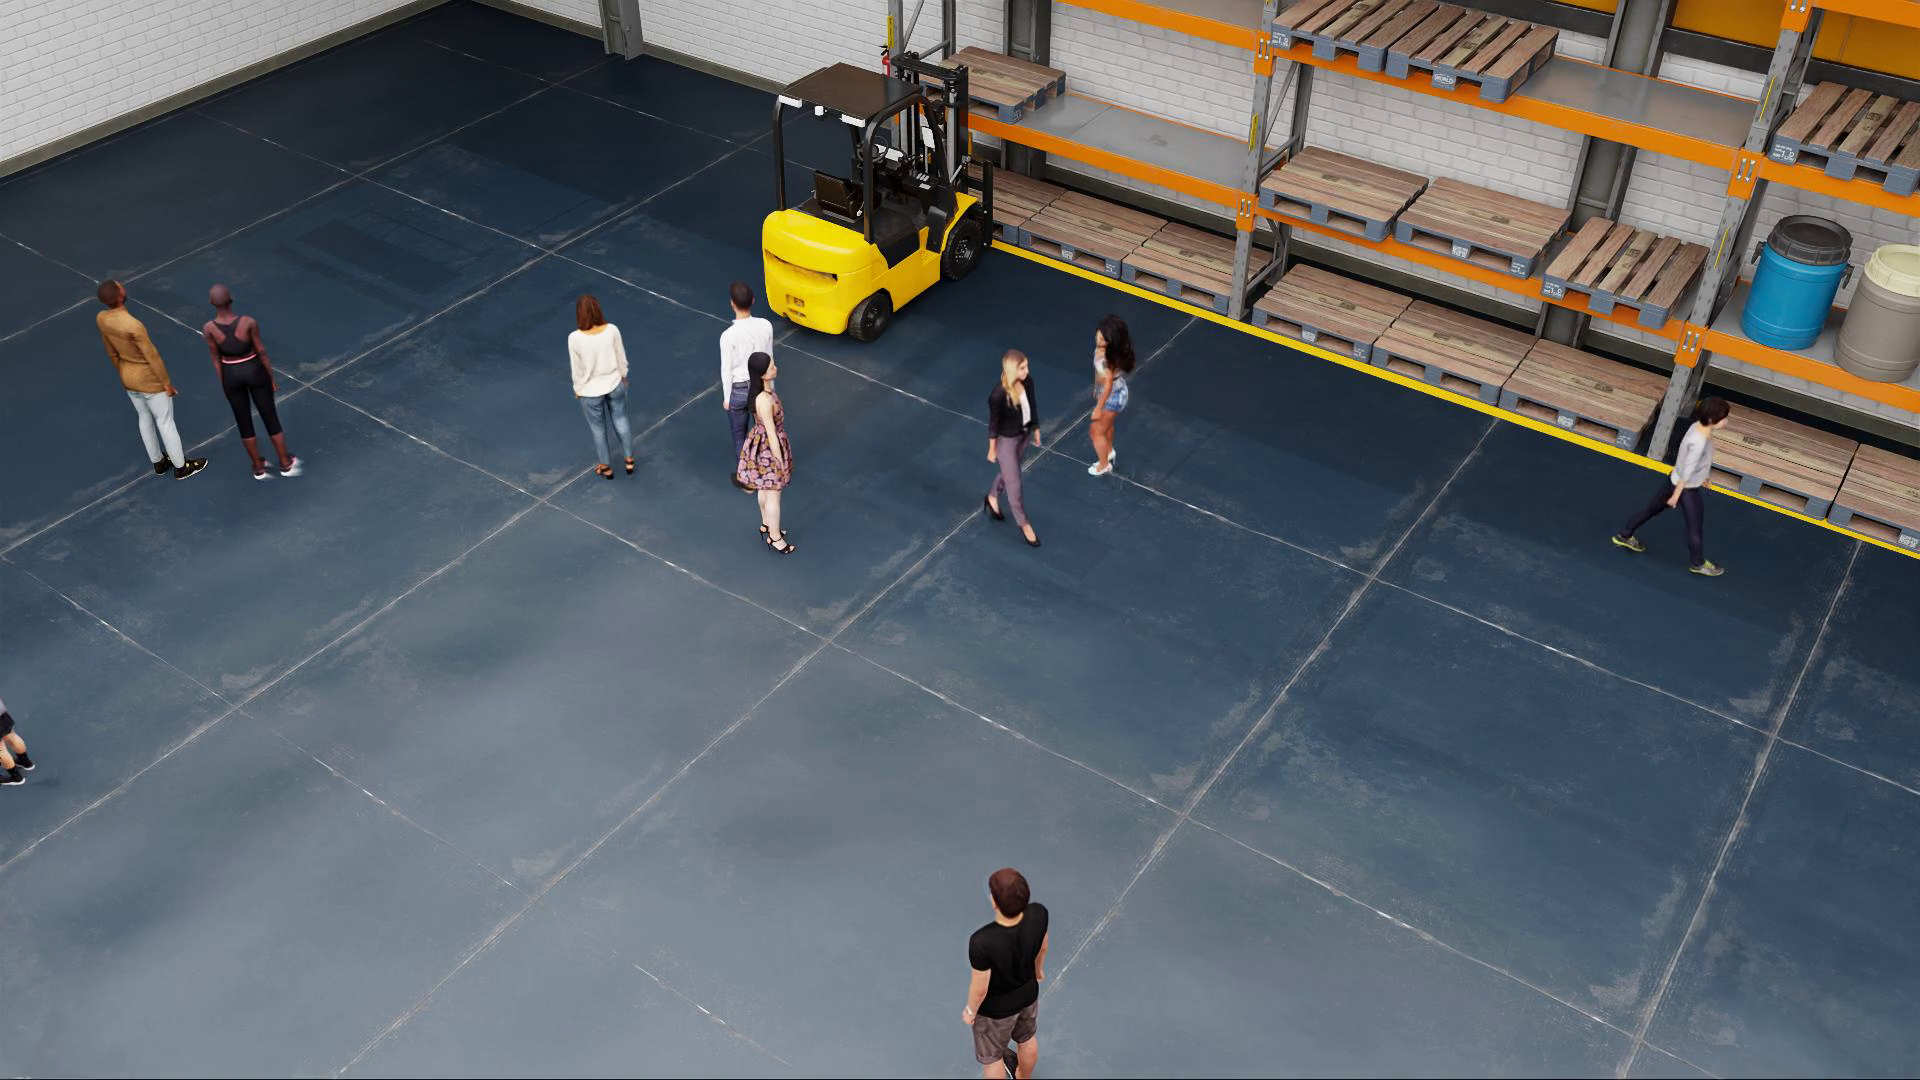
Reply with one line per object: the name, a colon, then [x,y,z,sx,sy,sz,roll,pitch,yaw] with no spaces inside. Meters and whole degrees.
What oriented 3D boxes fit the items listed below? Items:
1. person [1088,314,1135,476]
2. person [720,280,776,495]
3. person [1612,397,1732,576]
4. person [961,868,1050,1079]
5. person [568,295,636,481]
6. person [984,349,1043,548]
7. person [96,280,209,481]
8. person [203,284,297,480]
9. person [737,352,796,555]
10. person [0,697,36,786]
person: [1.229,-1.122,13.398,0.745,1.587,0.689,2,39,2]
person: [-1.676,-1.201,13.276,0.697,1.862,0.699,-23,44,-26]
person: [5.413,-0.447,12.613,1.102,1.511,0.752,13,40,15]
person: [0.243,2.396,8.772,0.746,1.862,0.692,-26,45,-29]
person: [-2.901,-1.234,13.462,0.703,1.682,0.703,-17,42,-20]
person: [0.350,-0.771,12.919,0.899,1.636,0.668,29,47,31]
person: [-6.599,-1.294,13.429,0.570,1.817,0.741,13,40,16]
person: [-5.786,-1.280,13.460,0.661,1.756,0.698,-13,40,-16]
person: [-1.451,-0.668,12.679,0.863,1.774,0.790,-12,40,-14]
person: [-6.389,1.158,10.927,0.547,1.107,0.533,5,39,6]
